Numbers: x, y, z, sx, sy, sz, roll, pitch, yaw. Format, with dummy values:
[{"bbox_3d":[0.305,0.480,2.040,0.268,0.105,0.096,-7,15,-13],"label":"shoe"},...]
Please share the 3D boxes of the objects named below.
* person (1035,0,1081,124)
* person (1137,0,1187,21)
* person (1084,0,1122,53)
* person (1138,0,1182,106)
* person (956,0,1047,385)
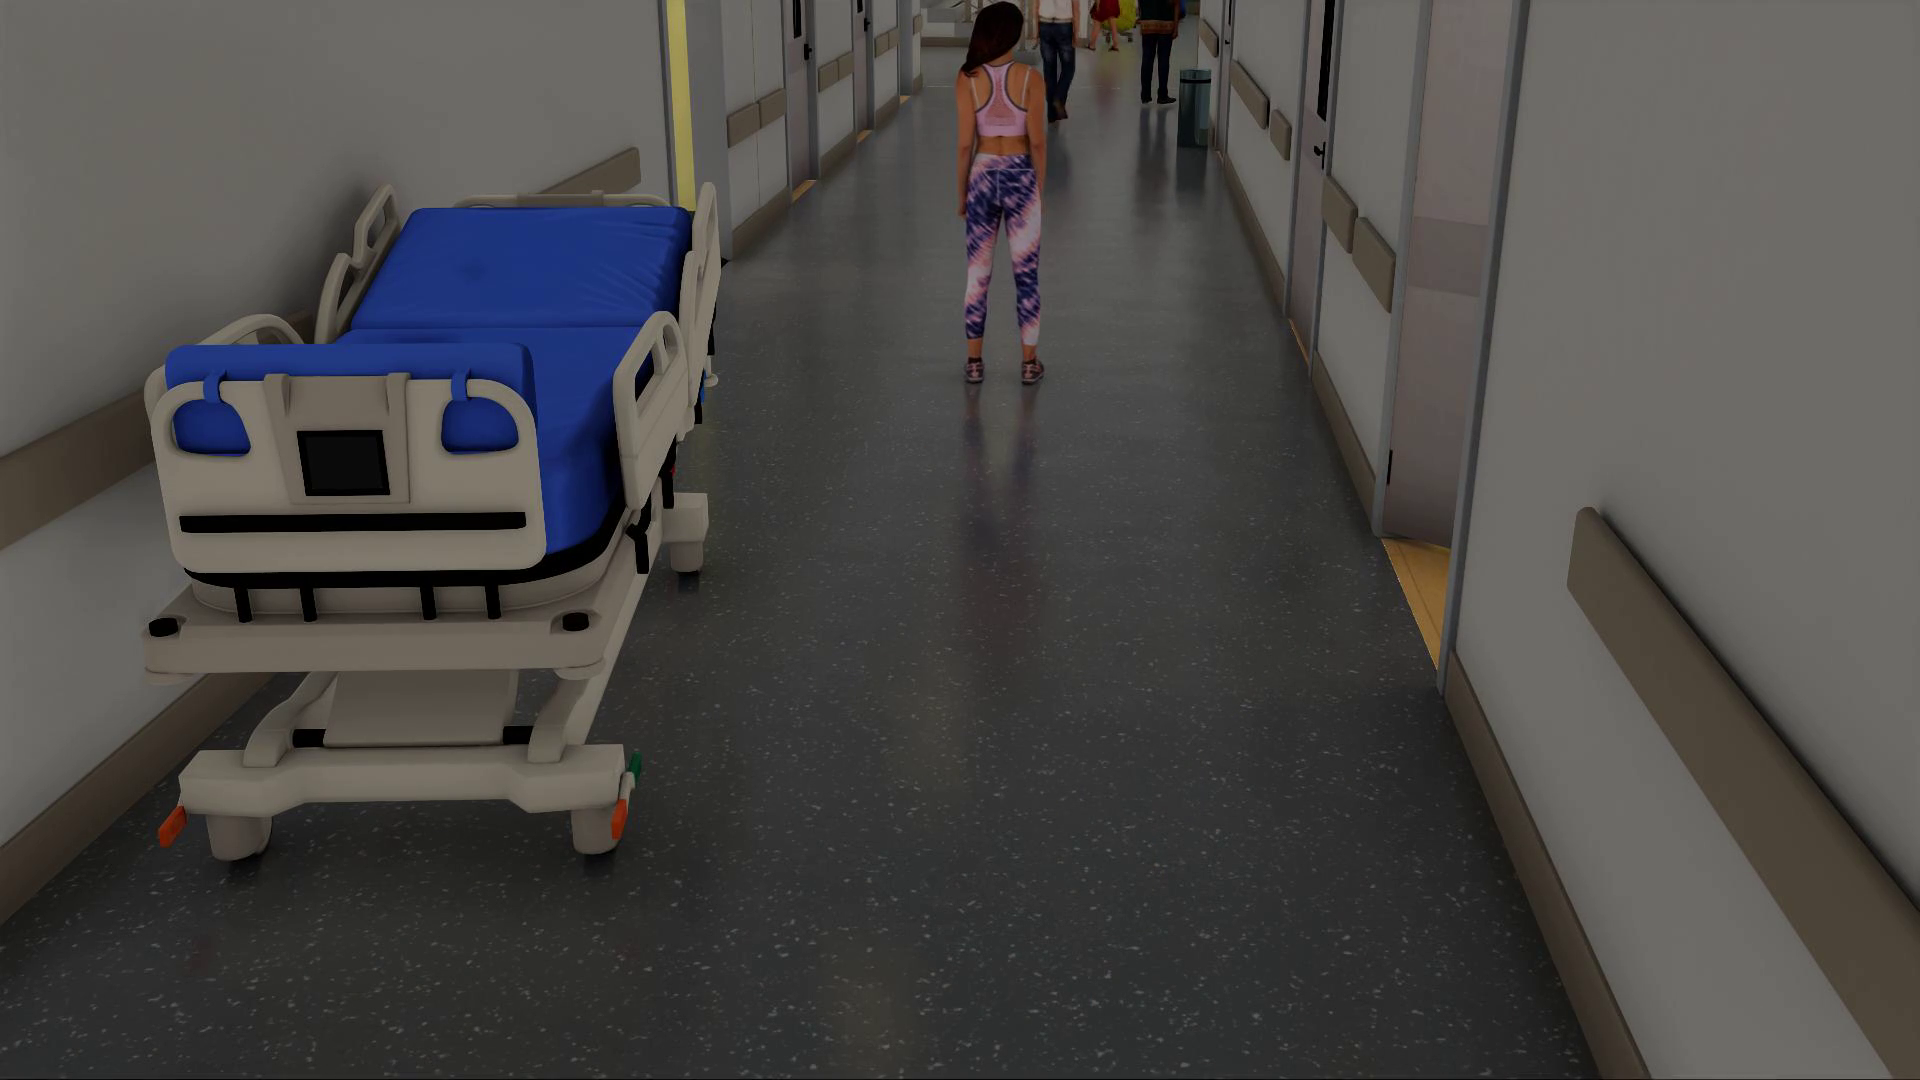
[{"bbox_3d":[0.994,-5.353,17.590,0.755,1.844,0.789,6,21,15],"label":"person"},{"bbox_3d":[4.205,-11.389,33.639,1.324,1.762,0.986,9,23,23],"label":"person"},{"bbox_3d":[2.337,-8.419,26.145,1.071,1.510,1.016,-11,24,-28],"label":"person"},{"bbox_3d":[2.289,-5.988,19.259,0.728,1.808,0.850,10,23,24],"label":"person"},{"bbox_3d":[0.202,-1.627,7.860,0.448,1.767,0.633,2,21,6],"label":"person"}]
